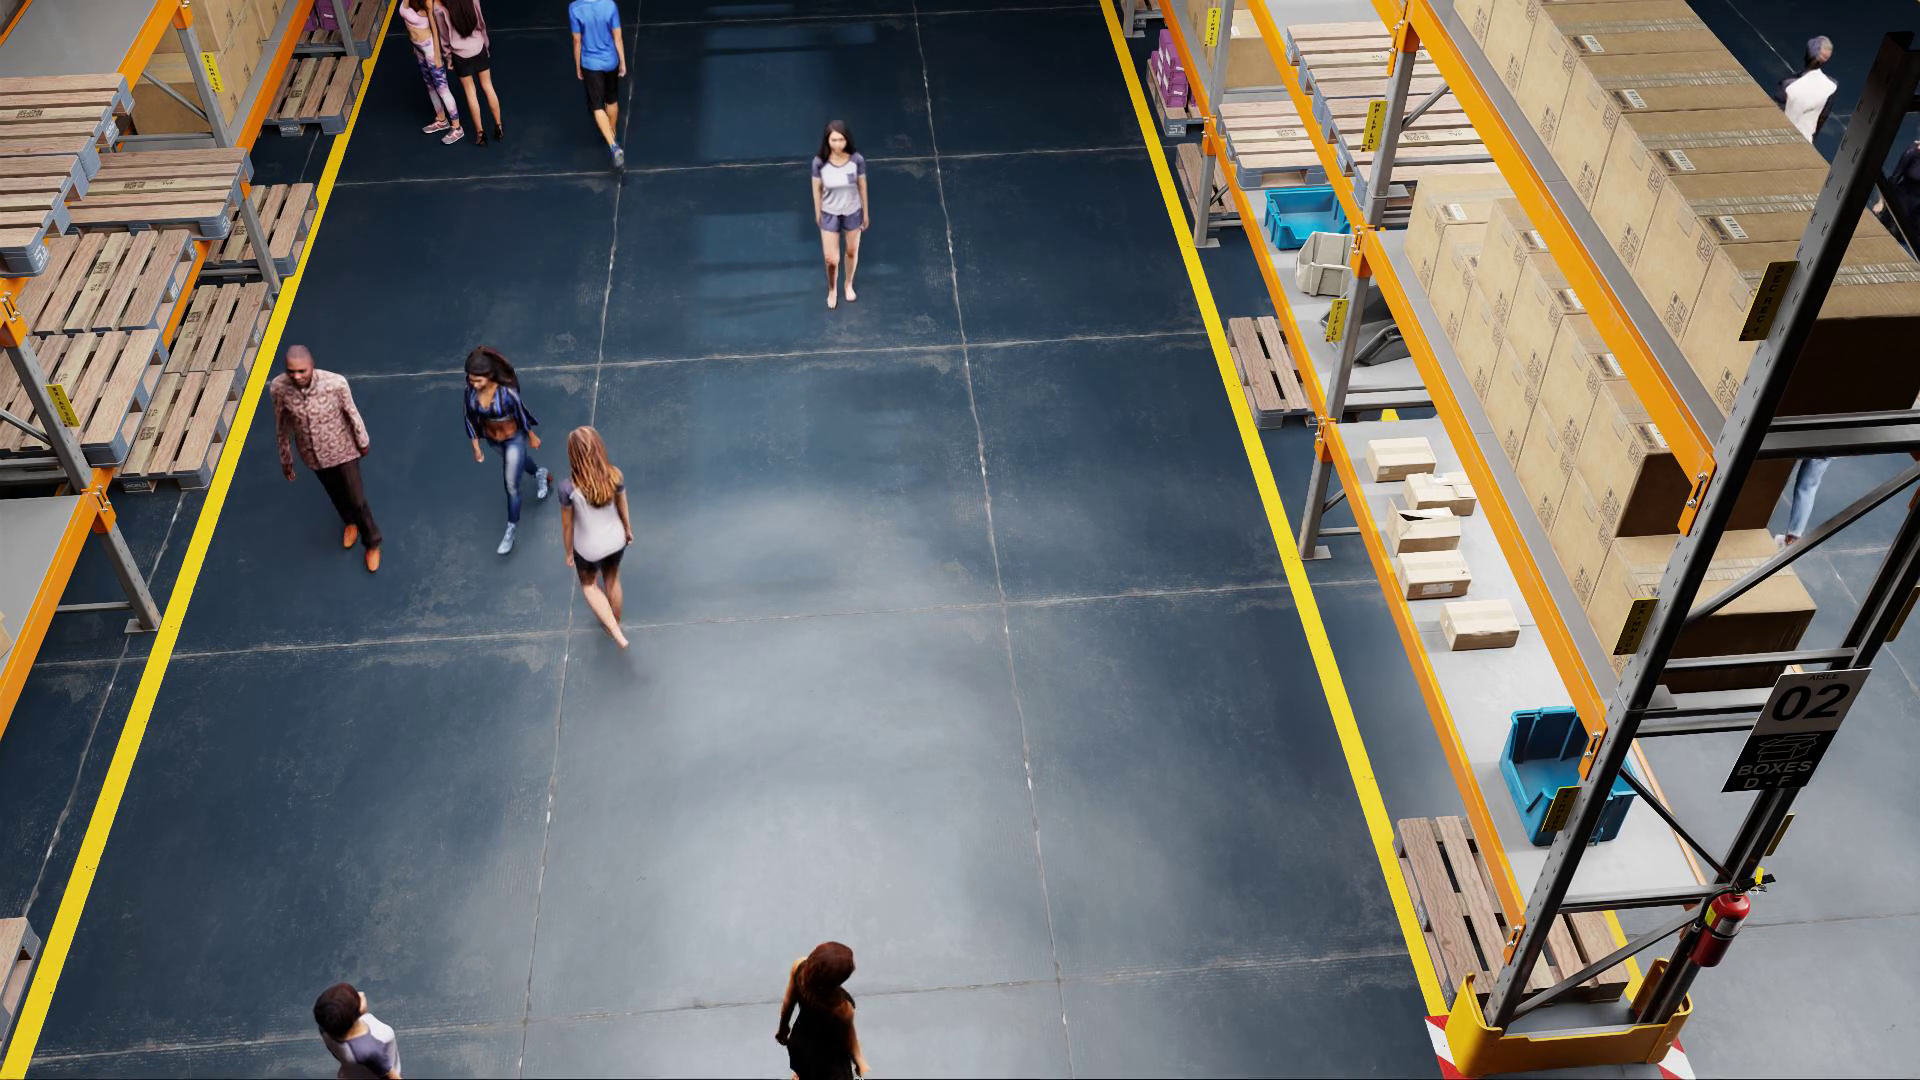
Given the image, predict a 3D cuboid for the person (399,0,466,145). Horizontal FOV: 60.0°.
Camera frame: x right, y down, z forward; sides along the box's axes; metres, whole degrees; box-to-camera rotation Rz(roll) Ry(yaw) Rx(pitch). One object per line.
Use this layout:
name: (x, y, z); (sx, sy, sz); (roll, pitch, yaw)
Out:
person: (-5.007, -4.606, 15.648); (0.662, 1.767, 0.734); (34, 53, 30)

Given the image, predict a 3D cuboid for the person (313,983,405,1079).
person: (-2.879, 2.659, 8.169); (0.652, 1.565, 0.692); (24, 49, 23)

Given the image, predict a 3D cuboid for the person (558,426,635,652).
person: (-2.318, 0.071, 10.784); (0.840, 1.704, 0.928); (-28, 50, -26)

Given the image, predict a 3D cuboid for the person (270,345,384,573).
person: (-4.365, -0.689, 11.522); (0.723, 1.786, 0.832); (0, 44, 0)

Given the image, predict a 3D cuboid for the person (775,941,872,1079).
person: (-0.740, 2.525, 8.140); (0.731, 1.799, 0.809); (27, 50, 26)

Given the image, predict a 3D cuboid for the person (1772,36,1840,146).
person: (7.106, -3.333, 14.252); (0.950, 1.849, 1.303); (9, 44, 9)

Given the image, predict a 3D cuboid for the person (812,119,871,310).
person: (-0.980, -2.754, 13.757); (0.626, 1.694, 0.647); (-9, 44, -9)

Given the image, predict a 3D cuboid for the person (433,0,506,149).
person: (-4.578, -4.519, 15.525); (0.689, 1.811, 0.679); (-24, 48, -23)

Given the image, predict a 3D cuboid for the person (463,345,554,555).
person: (-3.170, -0.744, 11.735); (0.895, 1.573, 1.189); (10, 44, 10)

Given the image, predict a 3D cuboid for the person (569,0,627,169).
person: (-3.297, -4.324, 15.297); (0.861, 1.843, 1.218); (-16, 46, -16)
